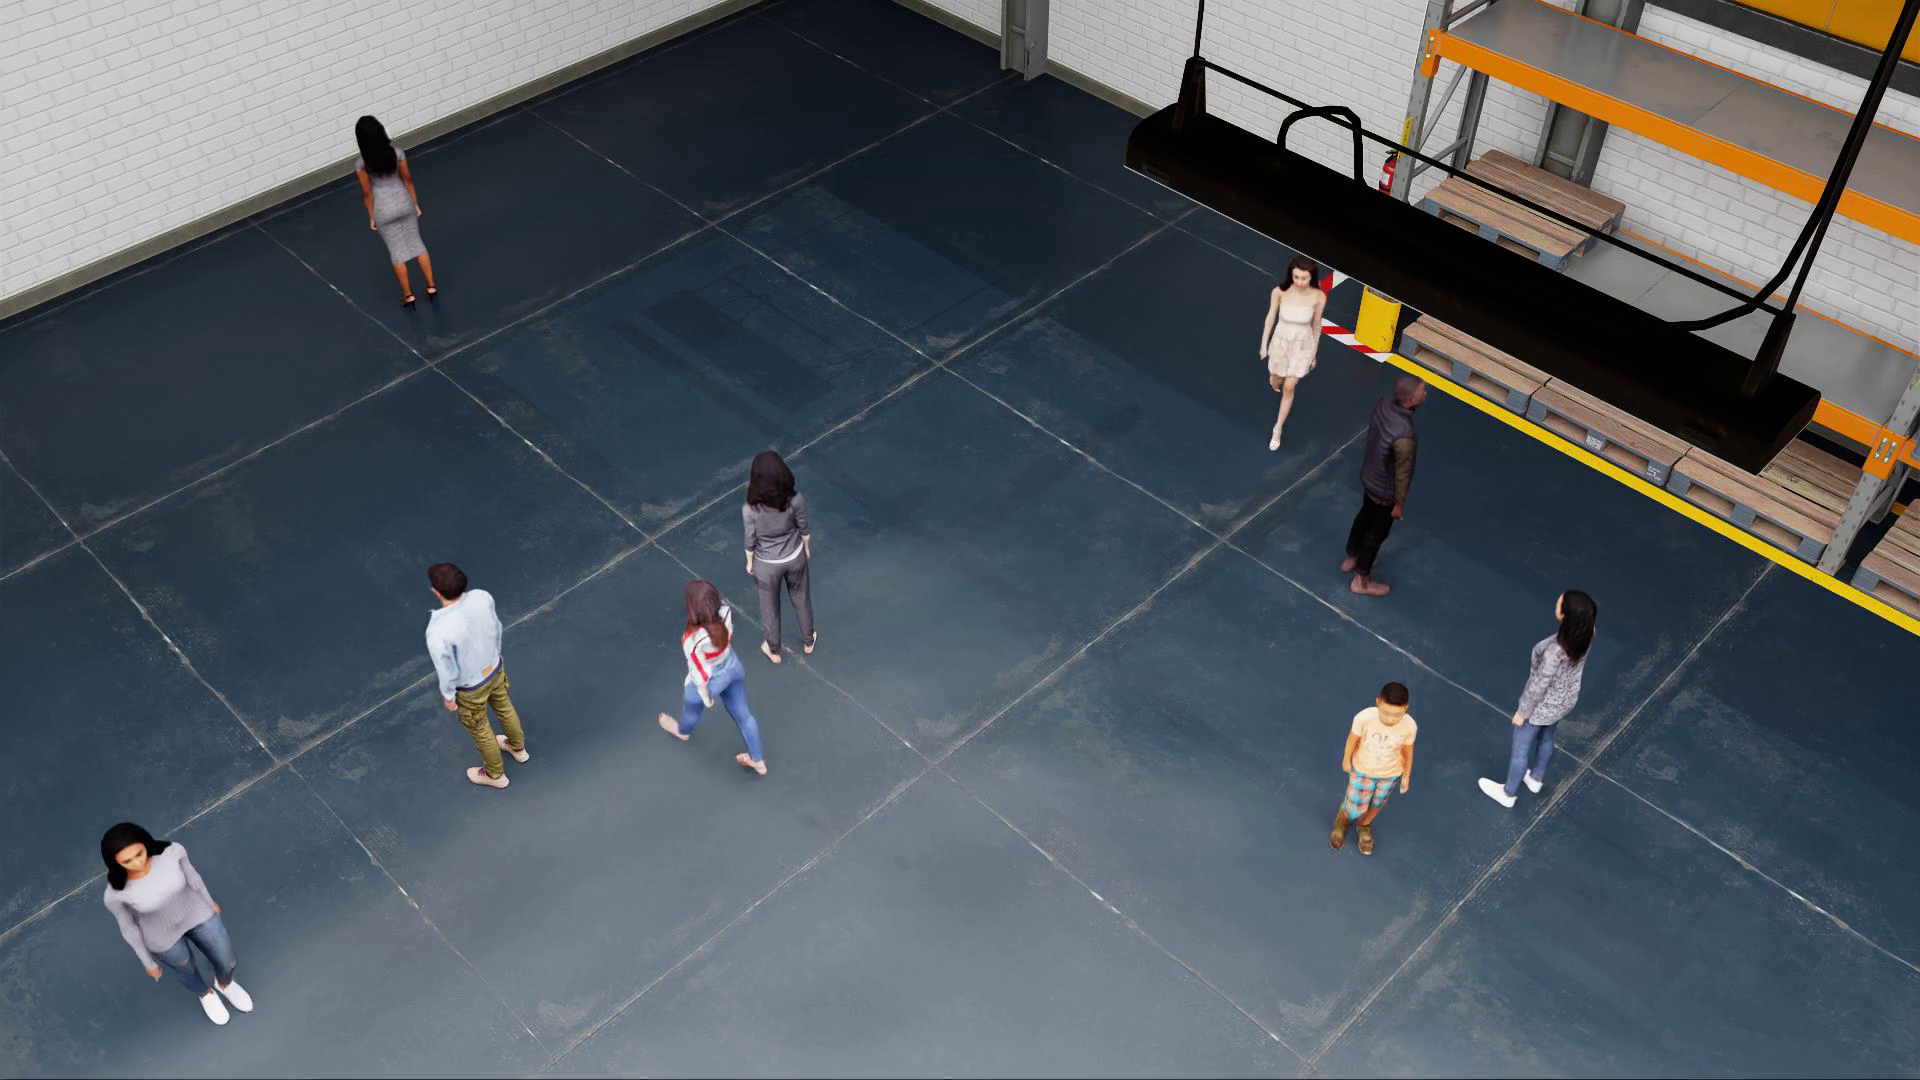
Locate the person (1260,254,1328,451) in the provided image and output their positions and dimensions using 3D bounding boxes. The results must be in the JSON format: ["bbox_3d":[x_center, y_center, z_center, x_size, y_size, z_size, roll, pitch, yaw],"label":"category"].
[{"bbox_3d":[2.525,-1.500,12.654,0.930,1.720,0.915,9,44,9],"label":"person"}]

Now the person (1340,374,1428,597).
[{"bbox_3d":[2.908,-0.396,11.411,0.833,1.836,0.742,-4,44,-4],"label":"person"}]

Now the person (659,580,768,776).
[{"bbox_3d":[-1.437,0.875,10.271,1.068,1.569,0.699,27,50,26],"label":"person"}]

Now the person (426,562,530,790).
[{"bbox_3d":[-2.958,0.819,10.154,0.686,1.812,0.742,19,47,19],"label":"person"}]

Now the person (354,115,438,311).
[{"bbox_3d":[-4.725,-2.729,13.900,0.626,1.780,0.586,-25,49,-24],"label":"person"}]

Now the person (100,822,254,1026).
[{"bbox_3d":[-4.261,2.027,8.952,0.606,1.721,0.626,33,53,30],"label":"person"}]

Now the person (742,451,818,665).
[{"bbox_3d":[-1.185,0.126,10.916,0.665,1.765,0.655,-14,45,-14],"label":"person"}]

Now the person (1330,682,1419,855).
[{"bbox_3d":[2.476,1.301,9.910,0.636,1.450,0.703,3,44,3],"label":"person"}]

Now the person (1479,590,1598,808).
[{"bbox_3d":[3.560,0.966,10.058,0.644,1.731,0.575,-28,50,-26],"label":"person"}]
